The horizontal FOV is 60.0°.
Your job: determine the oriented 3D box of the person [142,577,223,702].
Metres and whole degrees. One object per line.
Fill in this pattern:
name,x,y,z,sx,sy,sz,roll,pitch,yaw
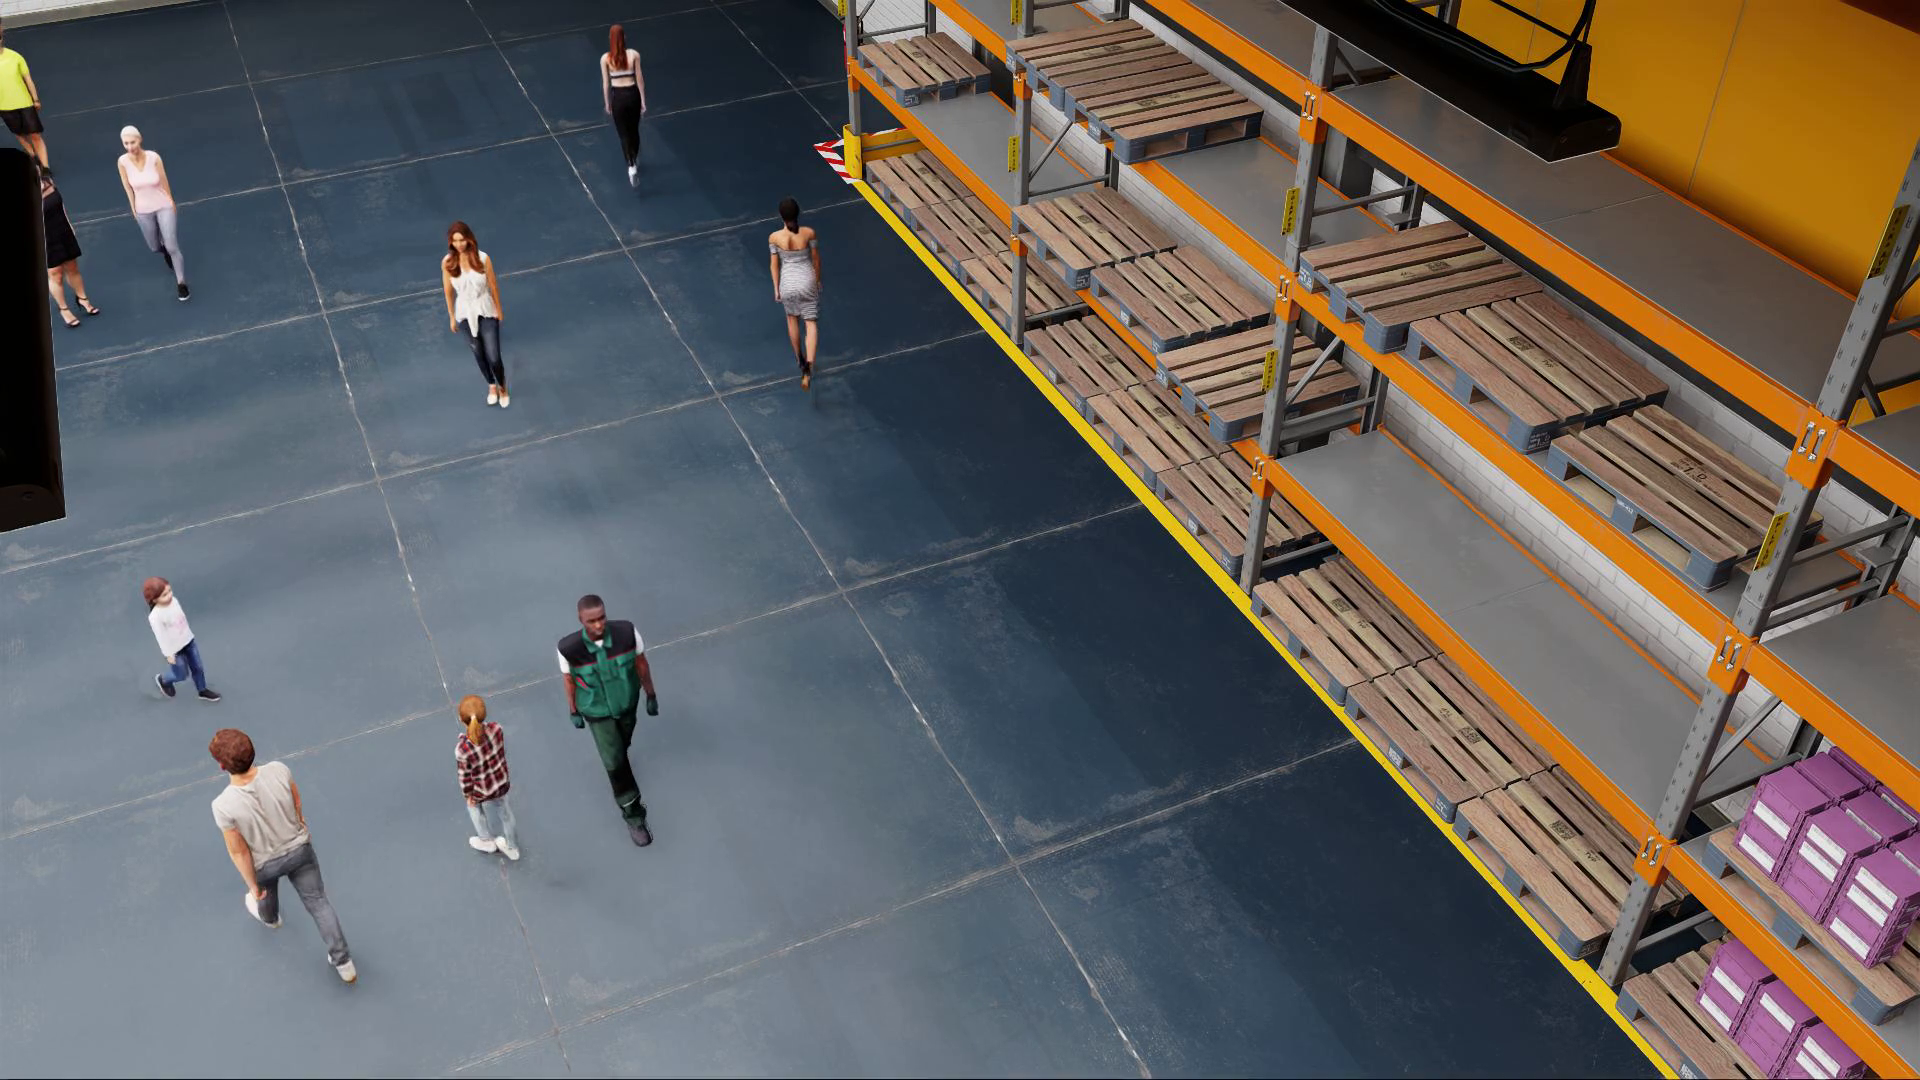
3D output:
person,-5.509,0.703,11.596,0.705,1.103,0.665,9,39,11

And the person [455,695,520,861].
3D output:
person,-2.911,1.529,10.417,0.674,1.284,0.627,29,47,31

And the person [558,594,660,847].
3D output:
person,-2.255,1.014,10.653,0.729,1.794,1.174,-18,42,-22

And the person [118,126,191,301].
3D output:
person,-7.743,-3.203,16.003,0.614,1.707,0.988,-12,40,-15

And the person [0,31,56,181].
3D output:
person,-10.231,-4.757,17.978,0.691,1.671,1.015,-13,40,-16

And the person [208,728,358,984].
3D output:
person,-3.861,1.854,9.562,1.292,1.843,0.951,31,48,33

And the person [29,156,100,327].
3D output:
person,-8.480,-2.800,15.496,0.802,1.711,0.742,13,40,16

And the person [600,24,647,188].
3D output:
person,-3.560,-4.617,17.765,0.731,1.719,1.136,-9,39,-11

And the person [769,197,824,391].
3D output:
person,-1.404,-2.136,14.591,0.847,1.802,1.088,-2,39,-3

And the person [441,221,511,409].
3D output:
person,-4.184,-1.993,14.435,0.669,1.774,0.700,-3,39,-4
